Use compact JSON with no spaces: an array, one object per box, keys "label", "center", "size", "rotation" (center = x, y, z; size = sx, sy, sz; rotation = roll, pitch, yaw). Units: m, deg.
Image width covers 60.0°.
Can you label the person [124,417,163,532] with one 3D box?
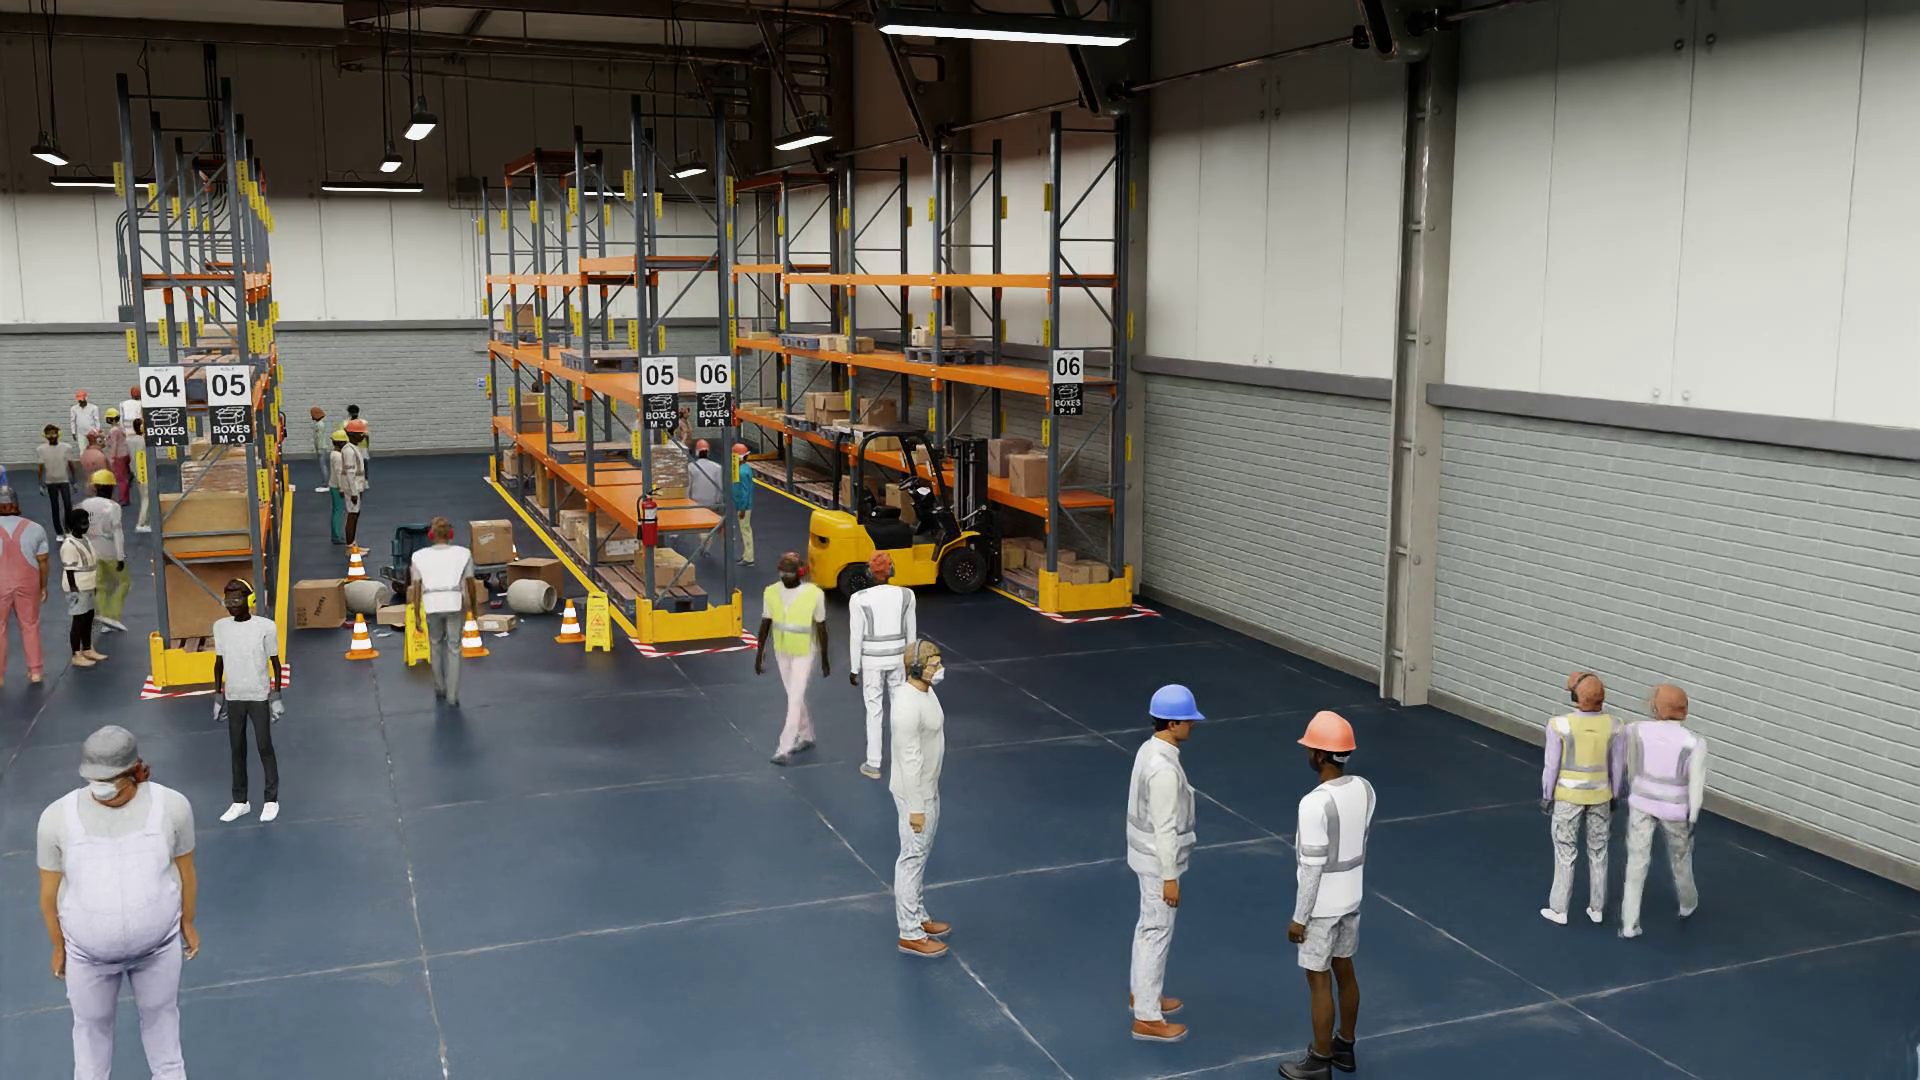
[{"label":"person","center":[-13.155,-1.045,26.810],"size":[0.545,1.857,0.539],"rotation":[1,9,9]}]

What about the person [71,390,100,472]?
[{"label":"person","center":[-18.391,-2.283,34.972],"size":[0.574,1.738,0.352],"rotation":[-2,9,-11]}]

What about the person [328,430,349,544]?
[{"label":"person","center":[-9.566,-0.816,25.683],"size":[0.350,1.758,0.522],"rotation":[-4,10,-24]}]

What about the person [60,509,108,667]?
[{"label":"person","center":[-9.305,0.502,17.602],"size":[0.319,1.686,0.538],"rotation":[-1,9,-6]}]

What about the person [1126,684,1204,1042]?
[{"label":"person","center":[1.110,1.735,9.062],"size":[0.412,1.939,0.614],"rotation":[0,9,2]}]

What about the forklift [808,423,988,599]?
[{"label":"forklift","center":[-0.830,-0.399,21.676],"size":[2.313,2.155,1.214],"rotation":[-4,10,-21]}]

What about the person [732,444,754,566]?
[{"label":"person","center":[-3.114,-0.501,23.700],"size":[0.343,1.749,0.573],"rotation":[-1,9,-7]}]

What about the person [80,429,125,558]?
[{"label":"person","center":[-12.502,-0.663,24.224],"size":[0.648,1.913,0.409],"rotation":[8,12,41]}]

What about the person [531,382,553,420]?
[{"label":"person","center":[-9.163,-2.520,36.135],"size":[0.636,1.841,0.429],"rotation":[-3,10,-19]}]

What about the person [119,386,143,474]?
[{"label":"person","center":[-16.971,-2.225,34.182],"size":[0.636,1.870,0.400],"rotation":[0,9,2]}]

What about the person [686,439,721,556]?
[{"label":"person","center":[-3.760,-0.605,24.408],"size":[0.579,1.733,0.494],"rotation":[-6,11,-33]}]

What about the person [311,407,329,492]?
[{"label":"person","center":[-12.273,-1.736,31.881],"size":[0.268,1.628,0.501],"rotation":[-4,10,-22]}]

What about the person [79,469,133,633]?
[{"label":"person","center":[-9.843,0.137,19.179],"size":[0.600,1.912,0.401],"rotation":[2,9,14]}]

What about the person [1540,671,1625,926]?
[{"label":"person","center":[3.943,1.642,10.555],"size":[0.517,1.645,0.307],"rotation":[0,9,-3]}]

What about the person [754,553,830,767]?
[{"label":"person","center":[-1.470,1.005,14.086],"size":[0.606,1.786,0.956],"rotation":[4,10,25]}]

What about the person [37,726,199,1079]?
[{"label":"person","center":[-3.979,1.863,7.920],"size":[0.675,2.000,0.537],"rotation":[-5,10,-28]}]

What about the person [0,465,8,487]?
[{"label":"person","center":[-12.756,-0.330,21.723],"size":[0.386,2.039,0.615],"rotation":[7,12,39]}]

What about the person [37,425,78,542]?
[{"label":"person","center":[-13.937,-0.861,25.701],"size":[0.560,1.838,0.768],"rotation":[-5,11,-31]}]

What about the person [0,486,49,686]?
[{"label":"person","center":[-9.605,0.446,16.837],"size":[0.685,2.000,0.535],"rotation":[-7,11,-38]}]

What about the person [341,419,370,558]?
[{"label":"person","center":[-8.881,-0.760,24.478],"size":[0.417,2.034,0.603],"rotation":[-2,9,-14]}]

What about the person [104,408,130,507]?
[{"label":"person","center":[-15.110,-1.474,29.784],"size":[0.314,1.769,0.523],"rotation":[-2,9,-10]}]

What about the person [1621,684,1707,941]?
[{"label":"person","center":[4.427,1.687,10.473],"size":[0.499,1.584,0.864],"rotation":[7,11,36]}]

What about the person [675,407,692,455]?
[{"label":"person","center":[-5.274,-1.727,31.769],"size":[0.310,1.642,0.514],"rotation":[2,9,14]}]

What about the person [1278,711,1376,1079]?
[{"label":"person","center":[1.862,1.824,8.488],"size":[0.357,1.938,0.542],"rotation":[9,13,44]}]

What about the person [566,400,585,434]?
[{"label":"person","center":[-7.883,-2.099,34.125],"size":[0.282,1.636,0.498],"rotation":[7,11,37]}]

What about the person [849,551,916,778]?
[{"label":"person","center":[-0.637,1.024,13.700],"size":[0.575,1.883,0.361],"rotation":[-3,10,-20]}]

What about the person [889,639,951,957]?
[{"label":"person","center":[-0.242,1.556,10.177],"size":[0.372,1.940,0.630],"rotation":[1,9,5]}]

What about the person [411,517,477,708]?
[{"label":"person","center":[-4.984,0.679,16.111],"size":[0.571,1.811,0.842],"rotation":[-2,9,-14]}]

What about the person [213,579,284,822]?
[{"label":"person","center":[-5.394,1.207,12.587],"size":[0.536,1.869,0.312],"rotation":[0,9,1]}]

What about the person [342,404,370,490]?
[{"label":"person","center":[-11.727,-1.811,32.244],"size":[0.524,1.663,0.782],"rotation":[-6,11,-32]}]
